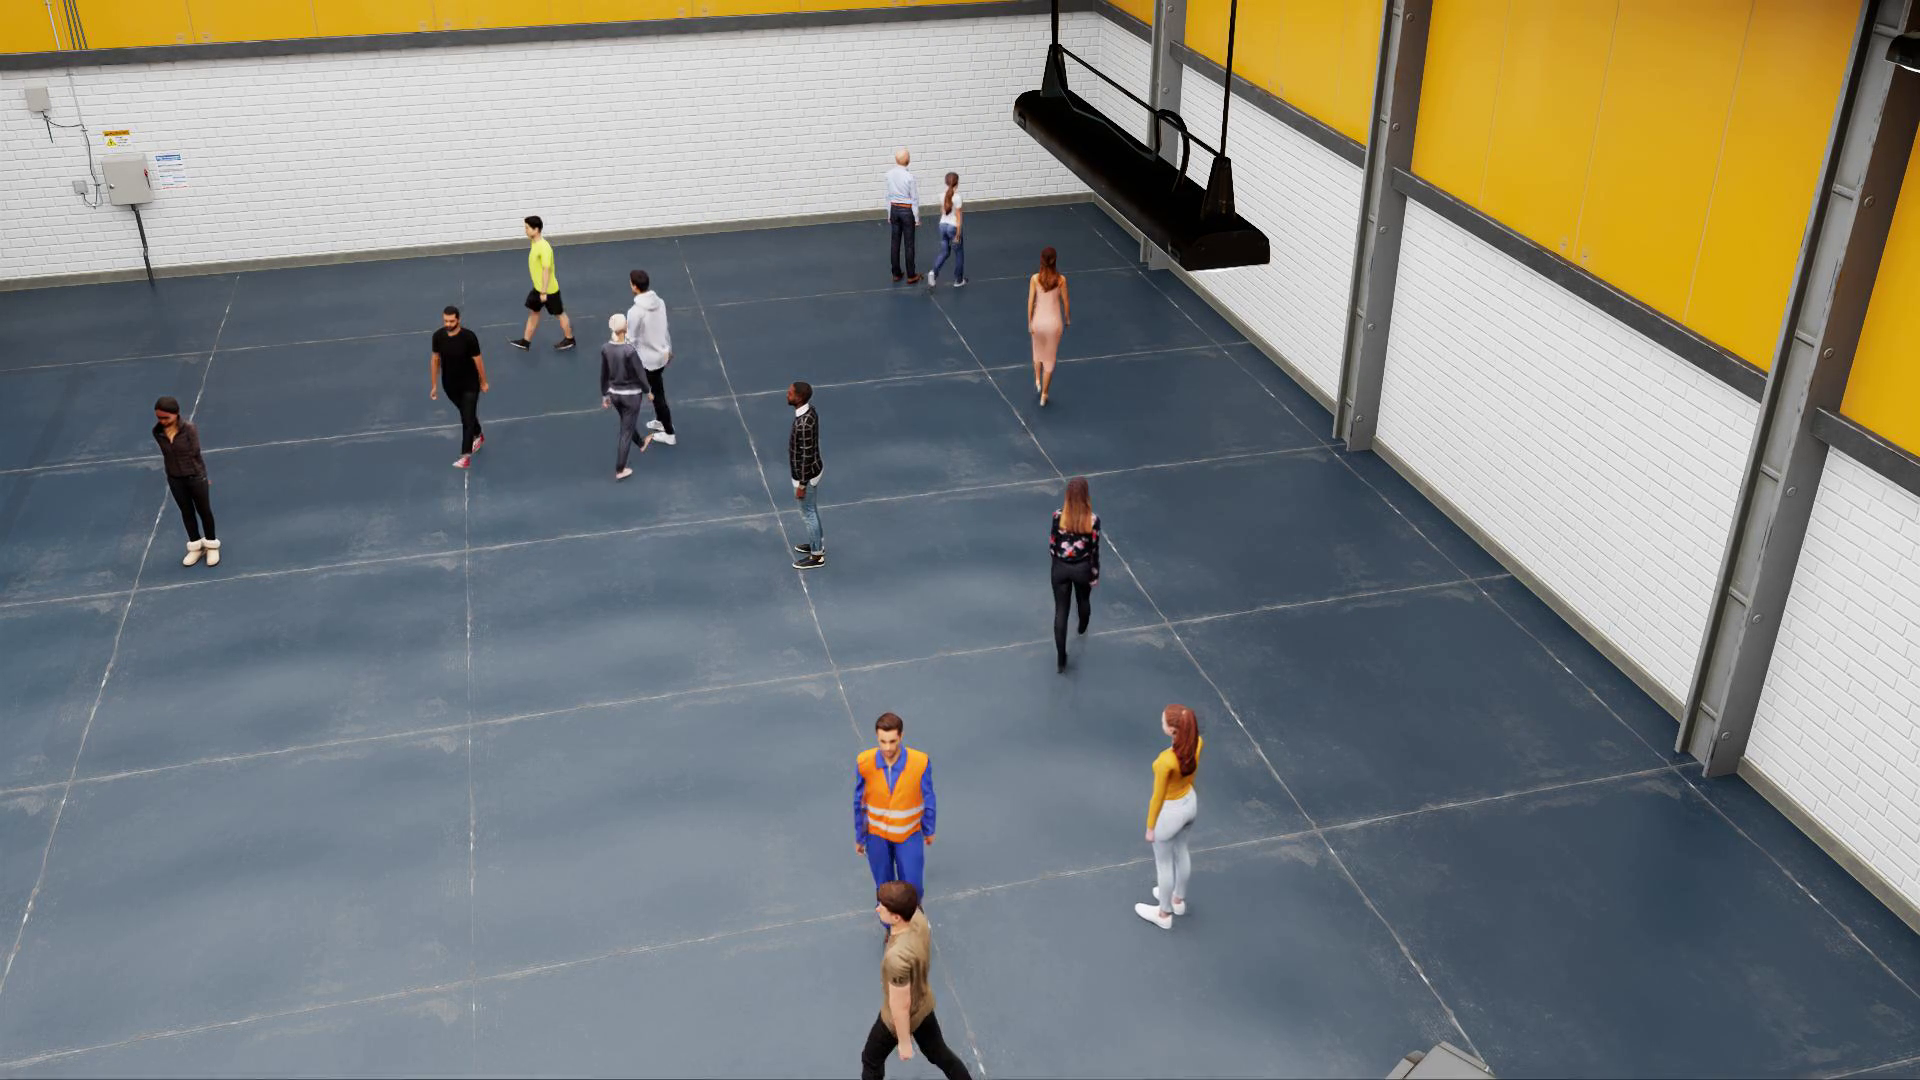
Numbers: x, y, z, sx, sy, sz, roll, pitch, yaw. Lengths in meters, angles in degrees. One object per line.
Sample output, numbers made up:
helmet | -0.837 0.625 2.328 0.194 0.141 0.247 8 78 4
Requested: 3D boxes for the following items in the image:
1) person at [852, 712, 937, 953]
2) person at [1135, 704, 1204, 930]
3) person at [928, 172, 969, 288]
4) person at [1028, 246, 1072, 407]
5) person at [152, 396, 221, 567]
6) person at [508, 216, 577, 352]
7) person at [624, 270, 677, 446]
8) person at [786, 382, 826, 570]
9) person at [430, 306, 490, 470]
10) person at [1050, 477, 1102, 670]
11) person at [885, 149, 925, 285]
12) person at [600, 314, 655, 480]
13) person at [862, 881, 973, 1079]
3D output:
person | -0.425 1.845 10.783 0.799 1.856 0.845 2 29 3
person | 1.425 1.810 10.955 0.686 1.751 0.724 -24 37 -37
person | -0.173 -4.066 21.948 0.891 1.541 0.925 20 34 32
person | 0.962 -2.352 18.518 0.807 1.816 0.919 6 29 12
person | -7.176 -0.587 15.445 0.651 1.660 0.604 -7 29 -13
person | -4.909 -3.070 19.985 0.931 1.673 1.059 -19 34 -30
person | -3.174 -1.912 17.621 0.946 1.903 0.885 12 31 22
person | -1.407 -0.612 15.325 0.793 1.820 0.590 1 29 1
person | -5.163 -1.648 17.340 0.967 1.708 1.235 5 29 10
person | 0.923 0.297 13.846 0.876 1.640 1.137 4 29 8
person | -0.757 -4.317 22.147 0.727 1.791 0.778 14 32 24
person | -3.461 -1.440 16.985 1.048 1.683 1.138 14 31 23
person | -0.210 2.664 9.338 1.123 1.802 1.254 6 29 11
